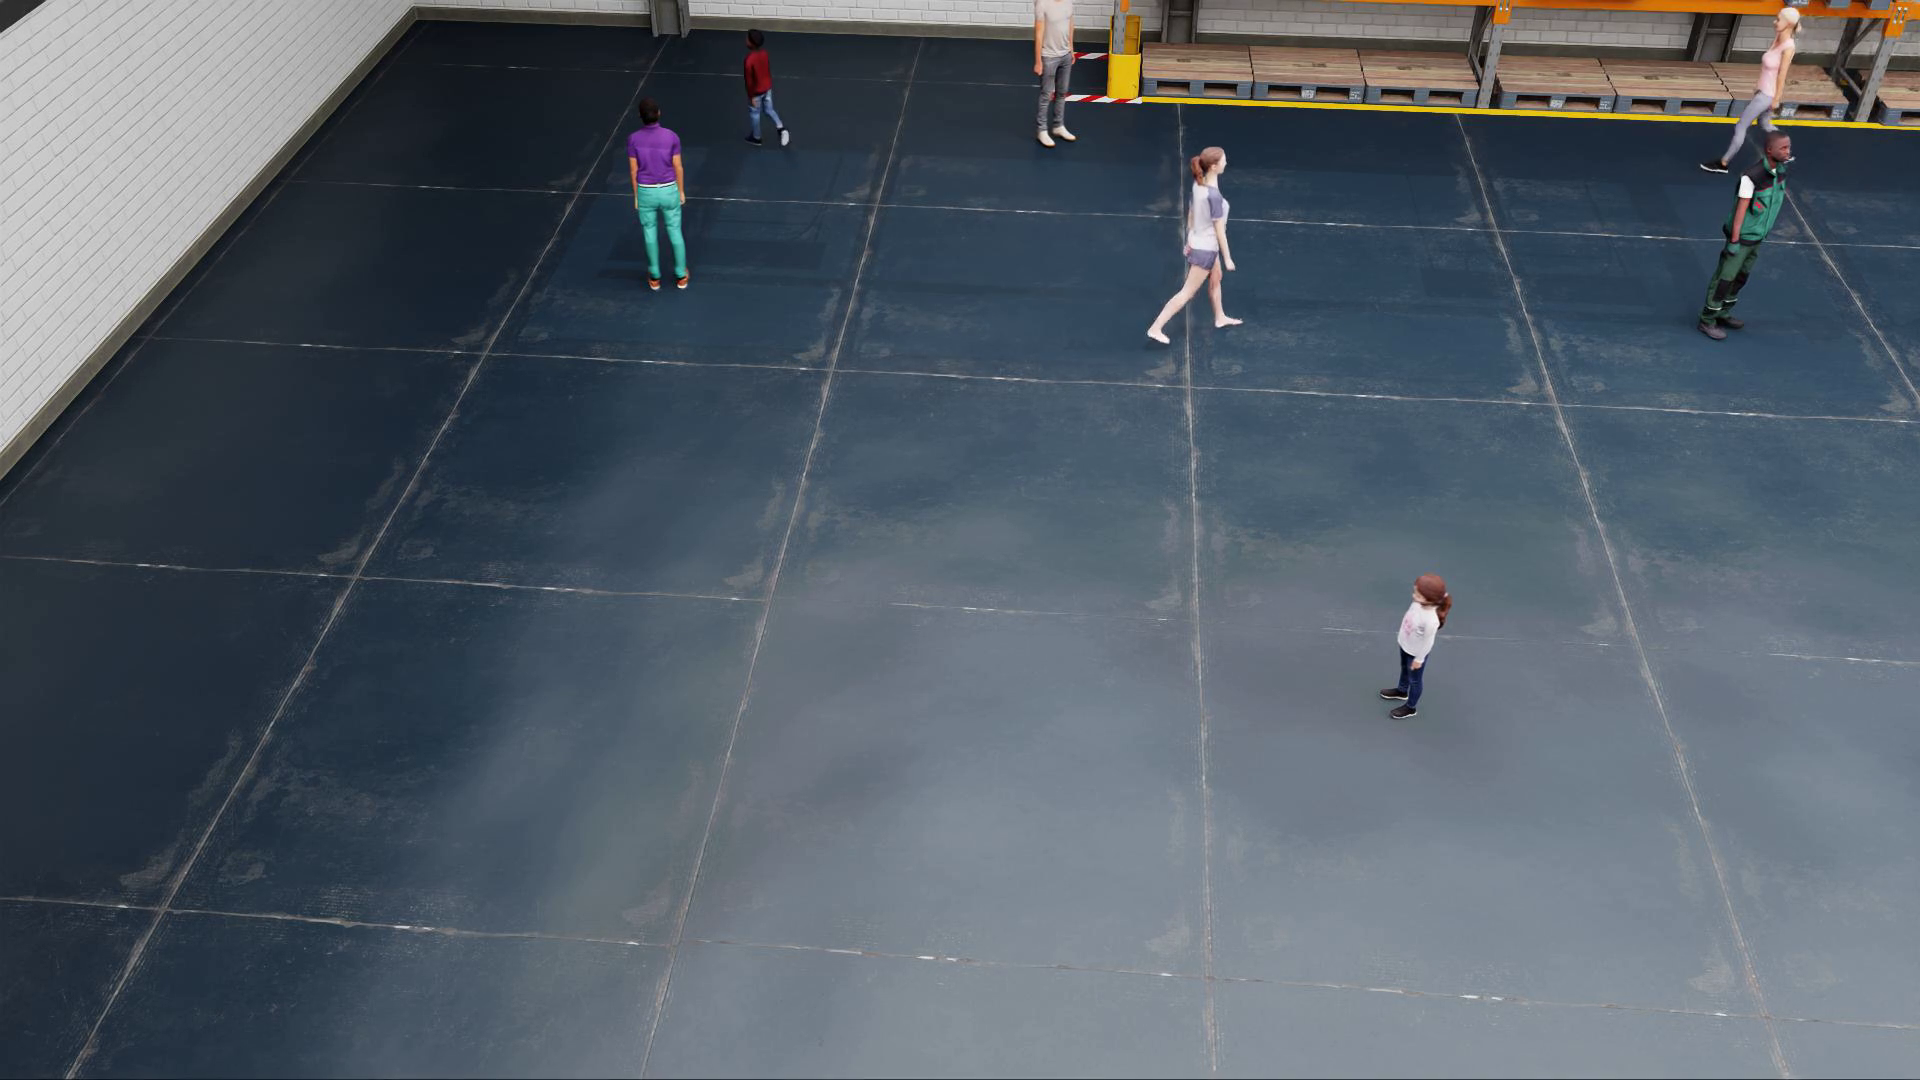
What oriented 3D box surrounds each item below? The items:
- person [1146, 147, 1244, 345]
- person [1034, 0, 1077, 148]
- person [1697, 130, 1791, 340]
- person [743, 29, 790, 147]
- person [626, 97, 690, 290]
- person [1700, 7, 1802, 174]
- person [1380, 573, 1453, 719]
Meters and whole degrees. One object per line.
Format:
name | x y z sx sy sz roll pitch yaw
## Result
person | 1.949 -2.412 13.889 1.217 1.725 0.852 -9 39 -11
person | 0.952 -4.958 16.948 0.748 1.885 0.804 -29 47 -31
person | 6.624 -2.589 14.018 0.777 1.840 0.838 -27 46 -30
person | -2.002 -4.612 17.029 0.819 1.243 0.715 26 45 29
person | -2.661 -3.045 14.648 0.606 1.767 0.740 -9 39 -11
person | 8.043 -4.395 16.391 1.126 1.701 0.602 6 39 7
person | 2.896 0.652 10.543 0.525 1.113 0.485 -5 39 -6
